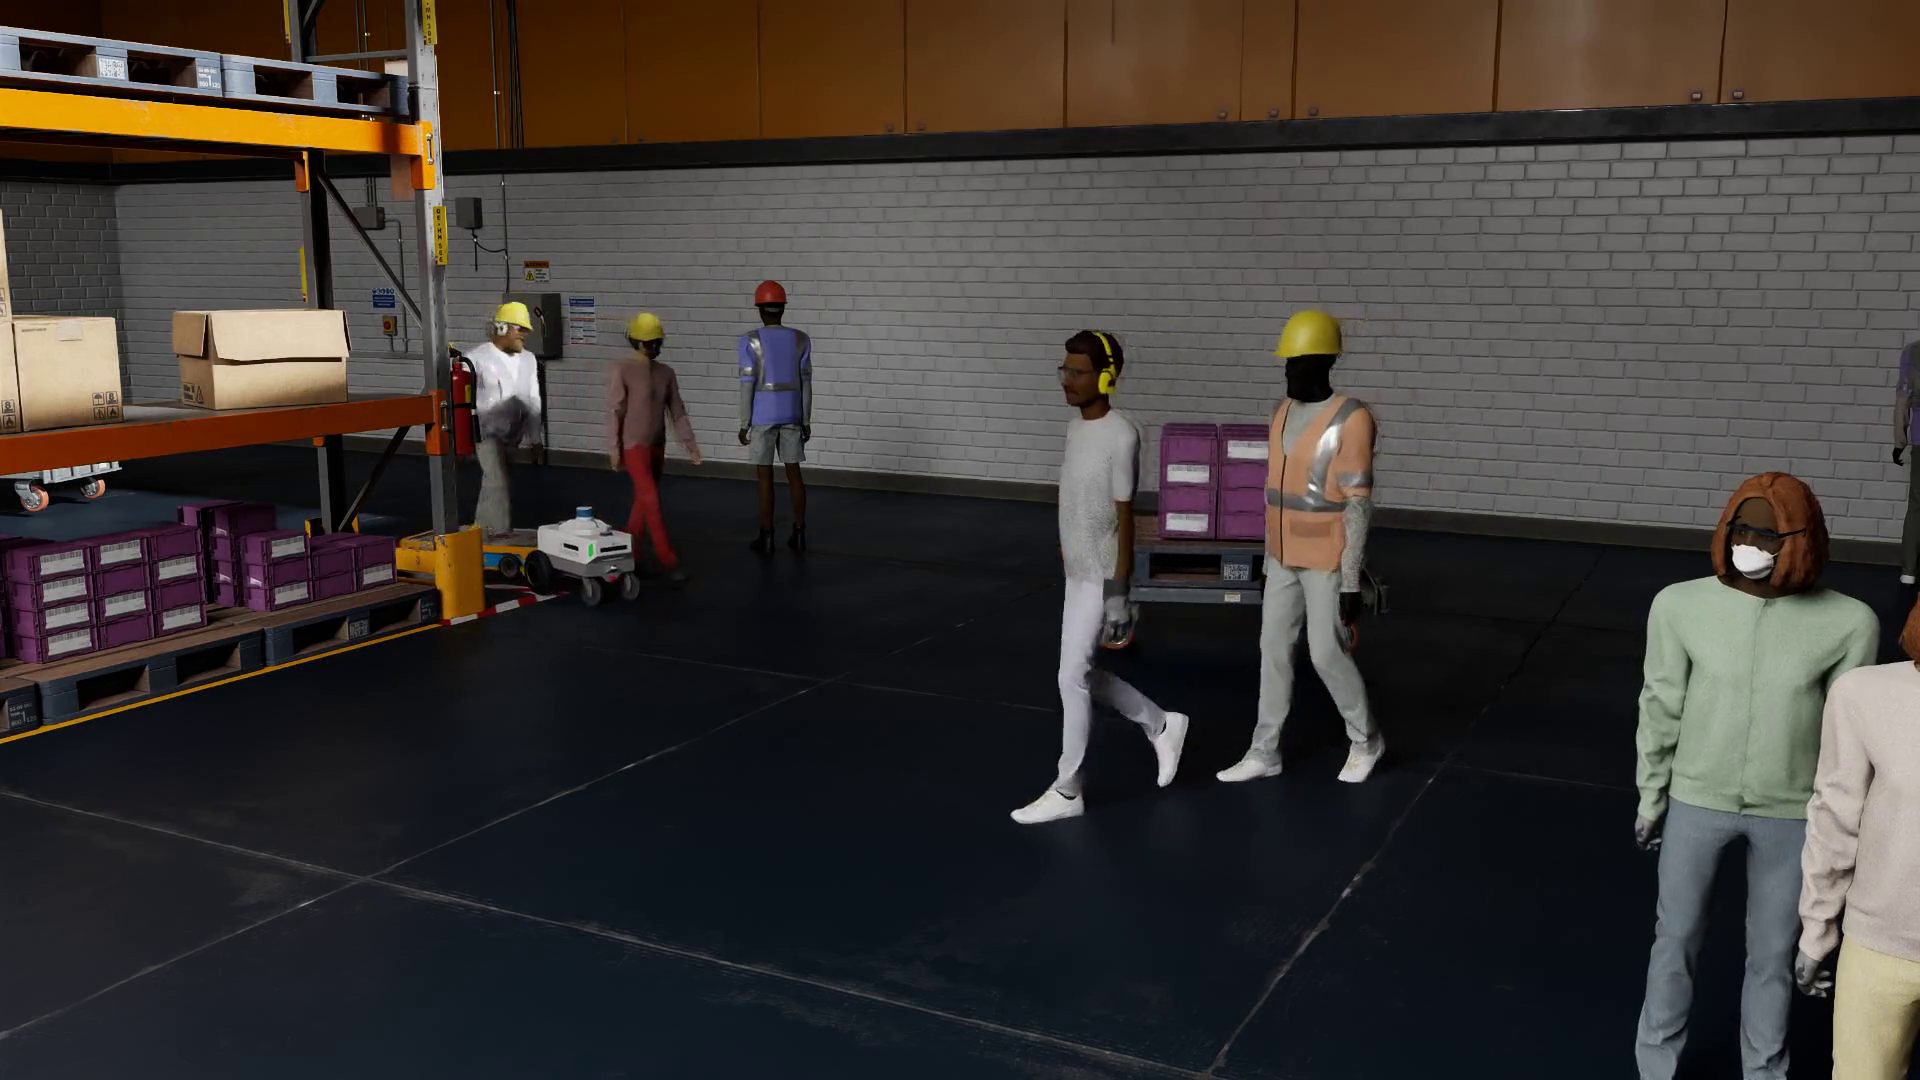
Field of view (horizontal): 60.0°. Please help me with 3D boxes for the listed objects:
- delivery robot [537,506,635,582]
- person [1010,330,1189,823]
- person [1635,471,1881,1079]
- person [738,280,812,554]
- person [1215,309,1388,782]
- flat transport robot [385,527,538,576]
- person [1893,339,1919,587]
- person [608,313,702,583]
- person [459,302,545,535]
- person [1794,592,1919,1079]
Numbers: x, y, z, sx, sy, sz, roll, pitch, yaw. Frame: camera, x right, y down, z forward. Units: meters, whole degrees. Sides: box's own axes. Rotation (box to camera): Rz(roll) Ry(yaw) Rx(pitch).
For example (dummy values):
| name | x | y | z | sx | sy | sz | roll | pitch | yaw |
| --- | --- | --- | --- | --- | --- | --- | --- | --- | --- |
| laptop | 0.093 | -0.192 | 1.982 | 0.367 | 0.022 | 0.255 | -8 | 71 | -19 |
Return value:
| name | x | y | z | sx | sy | sz | roll | pitch | yaw |
| --- | --- | --- | --- | --- | --- | --- | --- | --- | --- |
| delivery robot | -2.315 | 0.037 | 10.288 | 0.477 | 0.478 | 0.707 | -8 | 13 | -41 |
| person | 0.550 | 0.137 | 6.249 | 0.721 | 1.851 | 0.514 | -4 | 10 | -21 |
| person | 1.851 | 0.646 | 3.916 | 0.501 | 1.631 | 0.285 | 4 | 11 | 22 |
| person | -1.325 | -0.873 | 11.833 | 0.552 | 1.932 | 0.377 | -5 | 11 | -27 |
| person | 1.410 | 0.054 | 6.613 | 0.600 | 1.942 | 0.616 | -5 | 11 | -27 |
| flat transport robot | -3.152 | 0.064 | 11.220 | 1.431 | 0.197 | 0.652 | 3 | 10 | 16 |
| person | 6.238 | -0.642 | 10.519 | 0.595 | 1.925 | 0.375 | 8 | 13 | 40 |
| person | -1.987 | -0.585 | 10.711 | 0.726 | 1.732 | 0.580 | 6 | 11 | 31 |
| person | -3.101 | -0.716 | 11.349 | 0.747 | 1.787 | 0.619 | 6 | 11 | 29 |
| person | 1.820 | 0.788 | 3.085 | 0.502 | 1.636 | 0.280 | 8 | 12 | 38 |
